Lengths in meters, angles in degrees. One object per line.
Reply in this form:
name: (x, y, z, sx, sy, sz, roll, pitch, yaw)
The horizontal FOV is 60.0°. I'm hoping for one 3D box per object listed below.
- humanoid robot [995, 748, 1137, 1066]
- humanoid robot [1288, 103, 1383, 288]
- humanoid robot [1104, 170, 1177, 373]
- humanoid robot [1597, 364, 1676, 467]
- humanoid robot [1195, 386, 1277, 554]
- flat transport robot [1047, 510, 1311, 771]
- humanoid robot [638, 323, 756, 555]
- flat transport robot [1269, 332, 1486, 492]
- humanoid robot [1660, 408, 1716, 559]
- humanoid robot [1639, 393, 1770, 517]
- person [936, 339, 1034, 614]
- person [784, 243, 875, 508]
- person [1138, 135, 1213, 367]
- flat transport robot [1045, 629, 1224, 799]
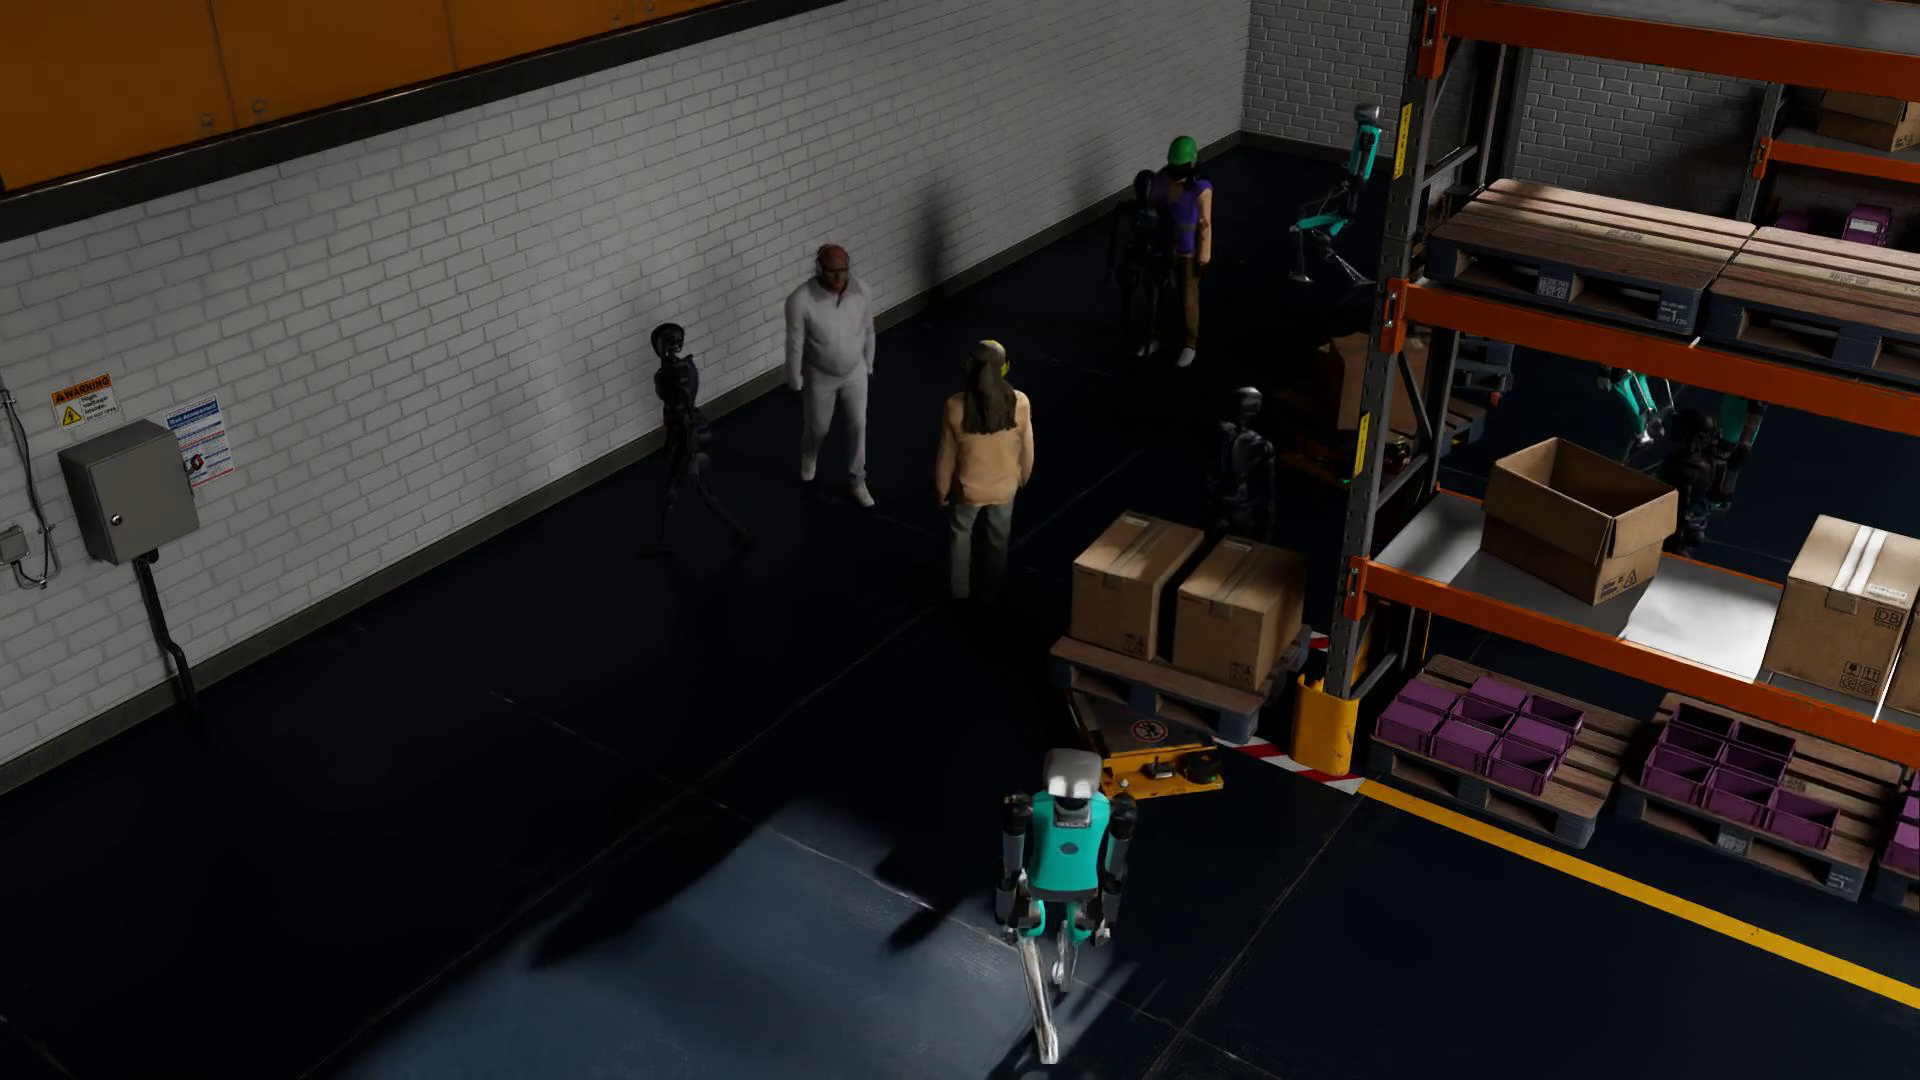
humanoid robot: (0.409, 1.480, 7.093, 0.553, 1.844, 0.895, 0, 30, -1)
humanoid robot: (3.296, -3.025, 14.844, 1.012, 1.754, 0.534, 7, 31, 12)
humanoid robot: (1.466, -2.192, 13.445, 0.612, 1.640, 0.604, 7, 31, 13)
humanoid robot: (4.792, -1.151, 11.565, 0.565, 1.785, 0.683, -17, 34, -26)
humanoid robot: (1.618, -0.156, 9.902, 0.371, 1.656, 0.599, -24, 37, -35)
flat transport robot: (1.258, 0.836, 9.590, 0.659, 0.231, 1.431, 16, 34, 26)
humanoid robot: (-1.760, -0.636, 10.798, 0.786, 1.637, 0.611, -14, 33, -22)
flat transport robot: (3.094, -0.744, 12.330, 1.431, 0.231, 0.659, -23, 37, -34)
humanoid robot: (4.134, -0.036, 9.719, 0.676, 1.624, 0.610, 11, 32, 19)
humanoid robot: (4.419, -0.413, 10.337, 1.003, 1.777, 0.547, 5, 30, 9)
person: (0.150, -0.350, 10.052, 0.594, 1.862, 0.511, -1, 30, -2)
person: (-0.881, -1.172, 11.459, 0.667, 1.882, 0.710, -14, 33, -22)
person: (1.768, -2.356, 13.485, 0.574, 1.914, 0.461, 21, 36, 32)
flat transport robot: (0.956, 0.949, 9.392, 0.659, 0.231, 1.431, -5, 30, -9)
